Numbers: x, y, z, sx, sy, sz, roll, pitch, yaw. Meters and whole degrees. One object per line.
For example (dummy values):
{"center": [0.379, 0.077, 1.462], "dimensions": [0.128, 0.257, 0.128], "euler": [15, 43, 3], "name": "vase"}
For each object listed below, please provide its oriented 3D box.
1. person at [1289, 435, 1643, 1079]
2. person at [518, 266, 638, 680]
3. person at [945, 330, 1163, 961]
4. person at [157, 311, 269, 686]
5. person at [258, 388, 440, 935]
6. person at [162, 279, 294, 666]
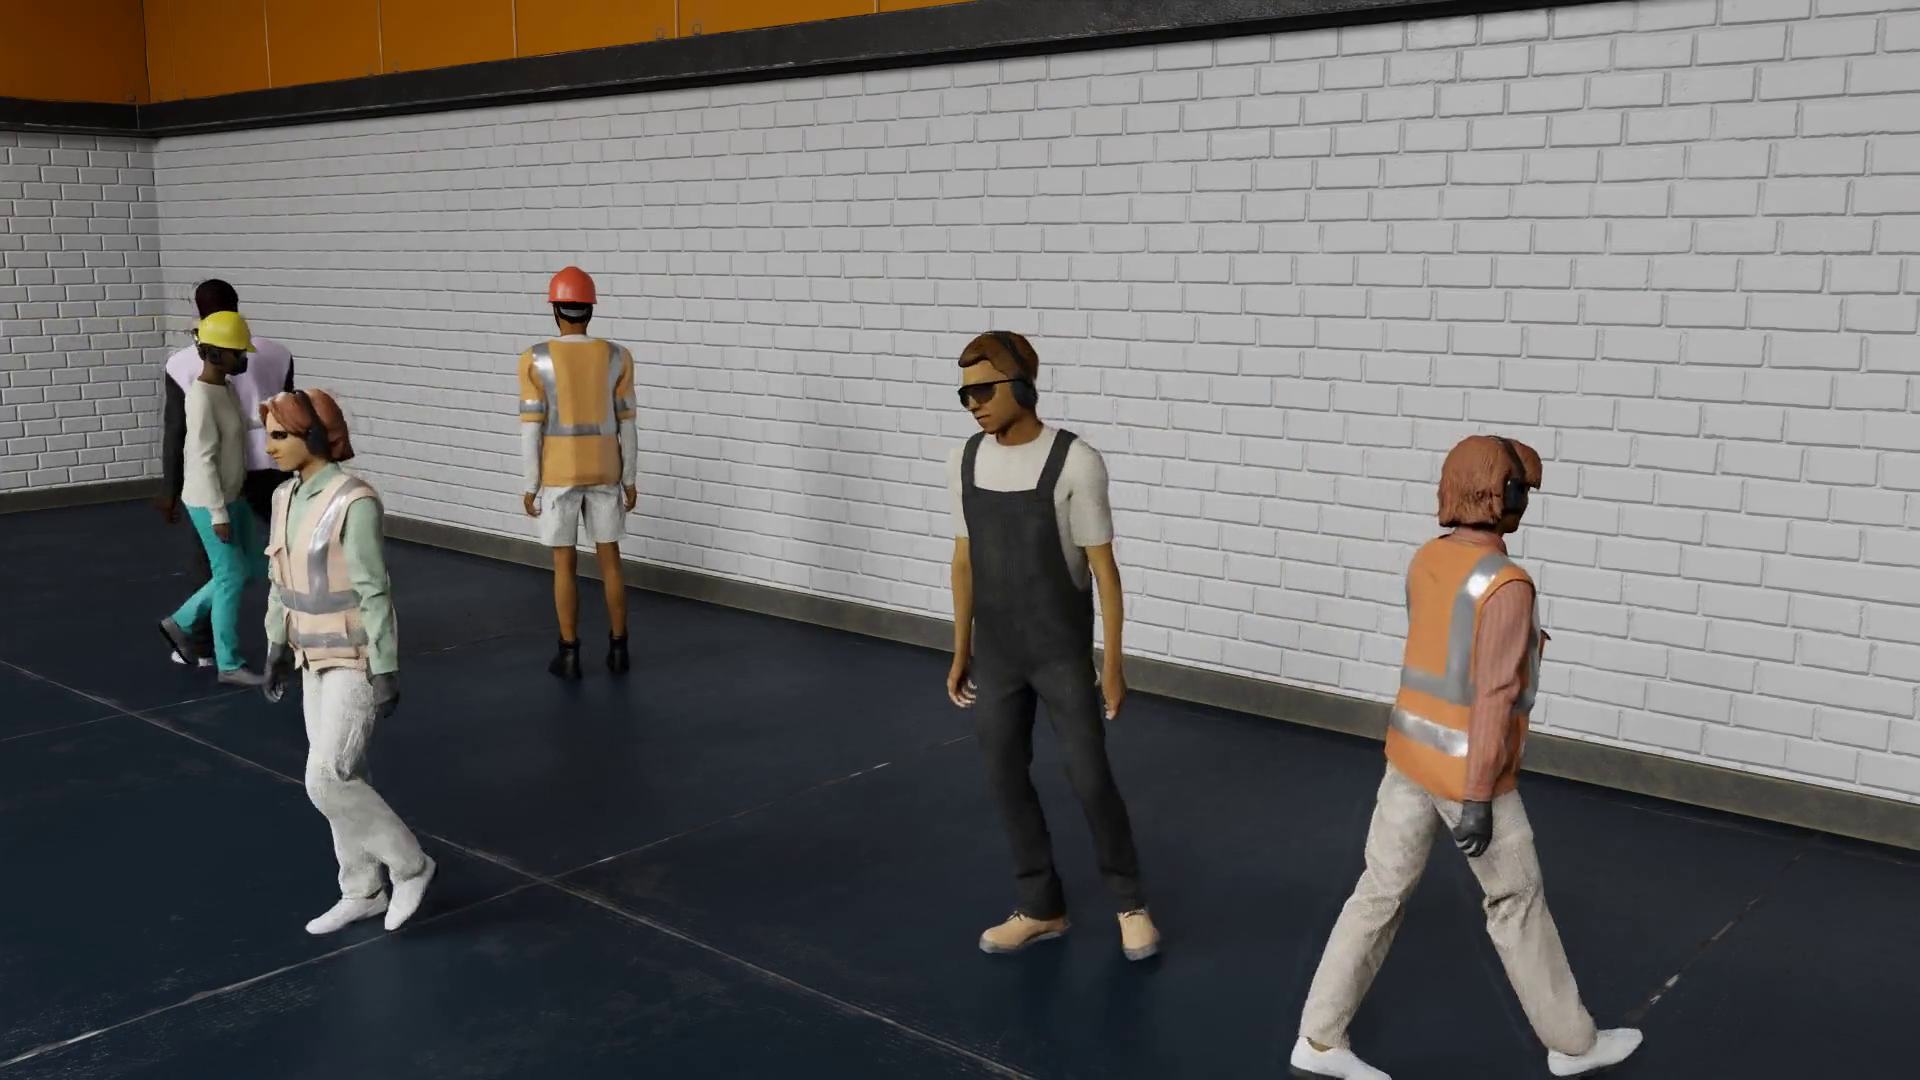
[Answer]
{"center": [1.199, 0.544, 3.969], "dimensions": [0.894, 1.583, 0.533], "euler": [-2, 10, -11], "name": "person"}
{"center": [-1.801, -0.314, 7.867], "dimensions": [0.551, 1.935, 0.372], "euler": [-5, 11, -25], "name": "person"}
{"center": [0.245, 0.308, 4.718], "dimensions": [0.595, 1.808, 0.500], "euler": [6, 12, 32], "name": "person"}
{"center": [-3.411, -0.172, 7.600], "dimensions": [0.526, 1.737, 0.552], "euler": [-2, 10, -10], "name": "person"}
{"center": [-1.821, 0.373, 4.839], "dimensions": [0.527, 1.625, 0.364], "euler": [9, 14, 43], "name": "person"}
{"center": [-3.473, -0.313, 8.085], "dimensions": [0.783, 1.873, 0.545], "euler": [-7, 12, -34], "name": "person"}
